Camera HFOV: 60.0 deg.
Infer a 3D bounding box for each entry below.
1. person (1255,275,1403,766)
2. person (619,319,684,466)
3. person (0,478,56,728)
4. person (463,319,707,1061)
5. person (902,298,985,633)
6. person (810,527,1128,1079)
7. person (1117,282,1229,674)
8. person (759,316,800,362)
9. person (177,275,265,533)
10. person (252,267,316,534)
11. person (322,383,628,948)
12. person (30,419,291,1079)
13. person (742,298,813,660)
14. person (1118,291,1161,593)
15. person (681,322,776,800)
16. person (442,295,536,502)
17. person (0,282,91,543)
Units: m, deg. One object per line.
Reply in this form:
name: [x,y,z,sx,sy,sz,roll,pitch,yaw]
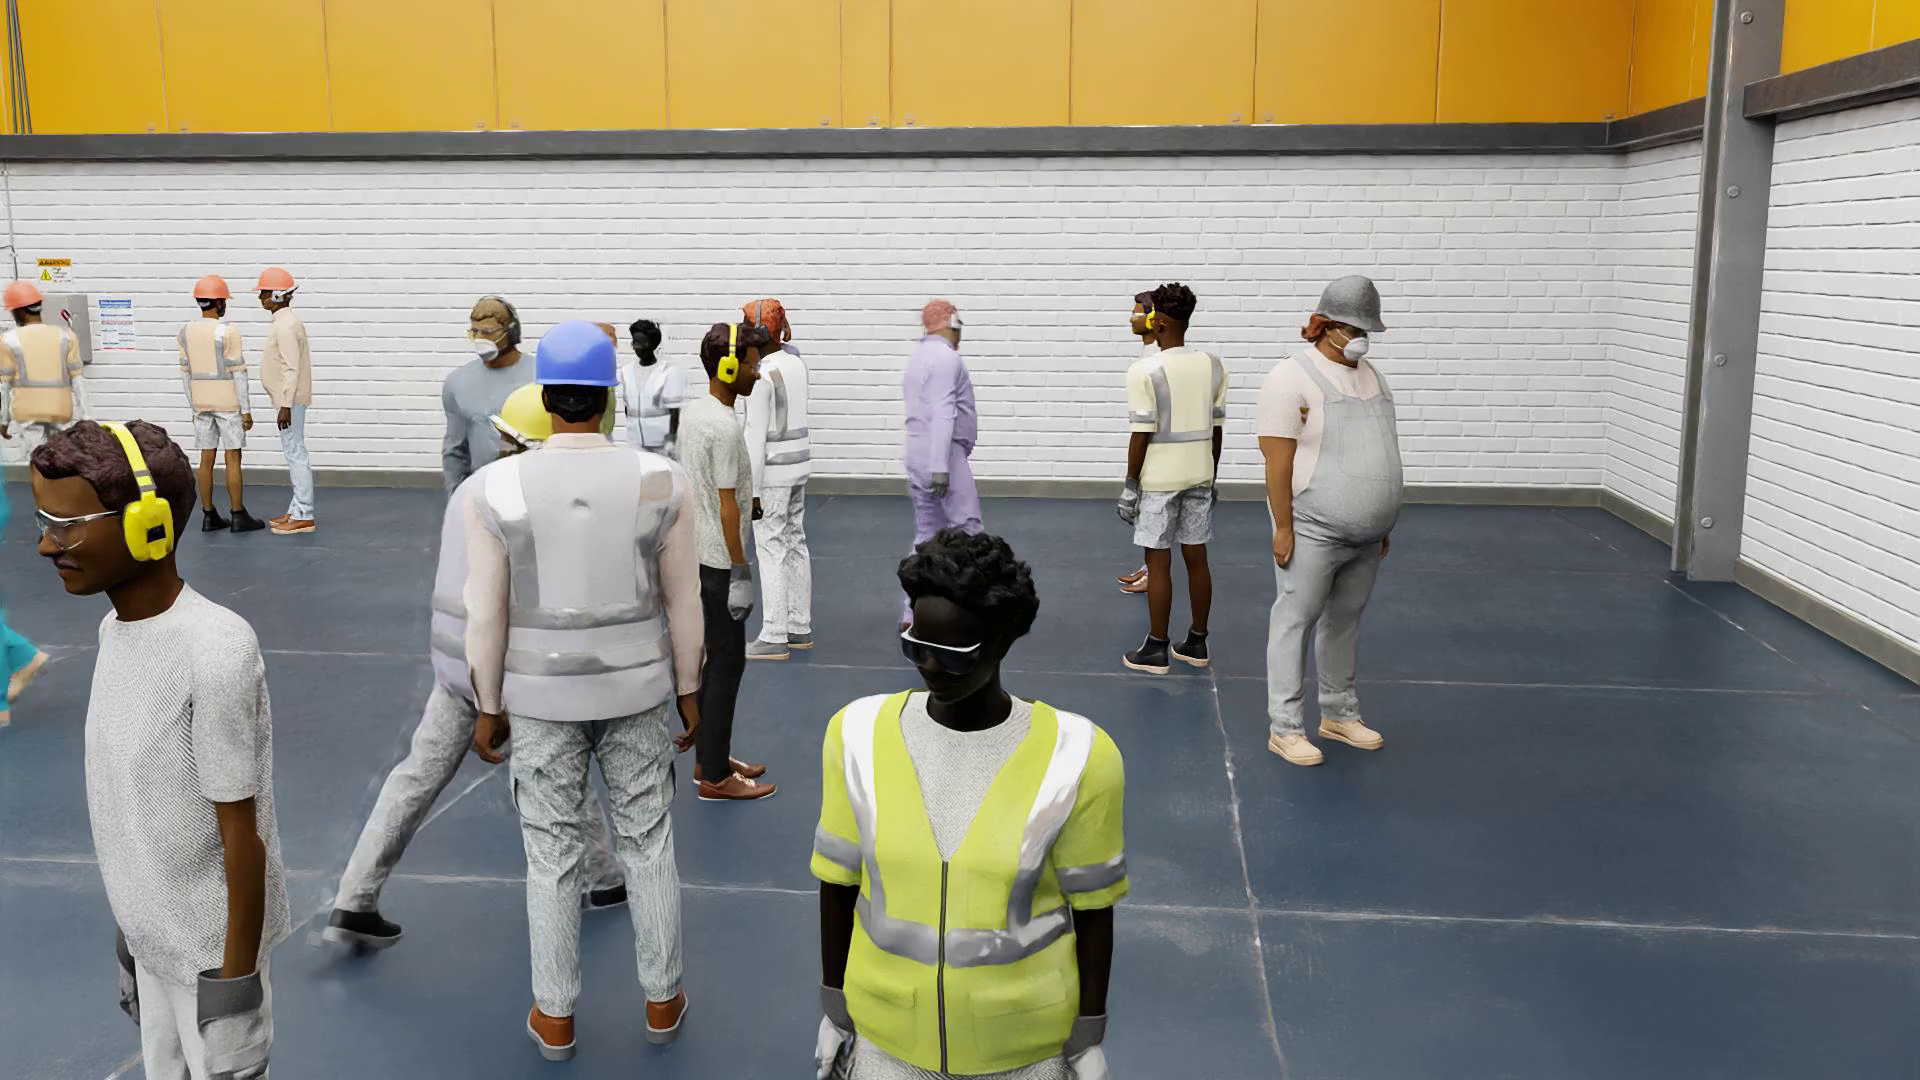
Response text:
person: [1.587,-0.093,6.946,0.674,2.000,0.535,-7,12,-35]
person: [-2.126,-0.718,11.621,0.532,1.658,0.865,4,11,21]
person: [-4.384,-0.062,7.387,0.586,1.822,0.483,10,14,44]
person: [-0.983,0.397,4.404,0.615,1.945,0.405,-3,10,-17]
person: [-0.080,-0.406,9.261,0.605,1.859,0.726,-4,11,-22]
person: [0.005,0.811,2.759,0.529,1.695,0.321,2,10,12]
person: [1.066,-0.308,8.384,0.602,1.967,0.366,-6,11,-30]
person: [-1.500,-1.041,13.538,0.507,1.631,0.275,-8,13,-39]
person: [-5.576,-1.017,12.531,0.545,1.939,0.354,2,10,14]
person: [-5.080,-1.048,12.540,0.377,1.995,0.608,-4,11,-22]
person: [-1.473,0.387,5.103,1.087,1.743,0.607,-8,13,-39]
person: [-1.309,0.722,2.811,0.510,1.861,0.324,9,13,42]
person: [-0.968,-0.313,8.674,0.359,1.880,0.575,4,11,20]
person: [1.165,-0.604,10.347,0.328,1.876,0.514,1,10,5]
person: [-0.901,0.091,6.435,0.346,1.855,0.533,-4,11,-21]
person: [-2.030,-0.138,7.536,0.639,1.926,0.367,2,10,11]
person: [-6.714,-0.925,12.161,0.596,1.885,0.721,-9,13,-40]
